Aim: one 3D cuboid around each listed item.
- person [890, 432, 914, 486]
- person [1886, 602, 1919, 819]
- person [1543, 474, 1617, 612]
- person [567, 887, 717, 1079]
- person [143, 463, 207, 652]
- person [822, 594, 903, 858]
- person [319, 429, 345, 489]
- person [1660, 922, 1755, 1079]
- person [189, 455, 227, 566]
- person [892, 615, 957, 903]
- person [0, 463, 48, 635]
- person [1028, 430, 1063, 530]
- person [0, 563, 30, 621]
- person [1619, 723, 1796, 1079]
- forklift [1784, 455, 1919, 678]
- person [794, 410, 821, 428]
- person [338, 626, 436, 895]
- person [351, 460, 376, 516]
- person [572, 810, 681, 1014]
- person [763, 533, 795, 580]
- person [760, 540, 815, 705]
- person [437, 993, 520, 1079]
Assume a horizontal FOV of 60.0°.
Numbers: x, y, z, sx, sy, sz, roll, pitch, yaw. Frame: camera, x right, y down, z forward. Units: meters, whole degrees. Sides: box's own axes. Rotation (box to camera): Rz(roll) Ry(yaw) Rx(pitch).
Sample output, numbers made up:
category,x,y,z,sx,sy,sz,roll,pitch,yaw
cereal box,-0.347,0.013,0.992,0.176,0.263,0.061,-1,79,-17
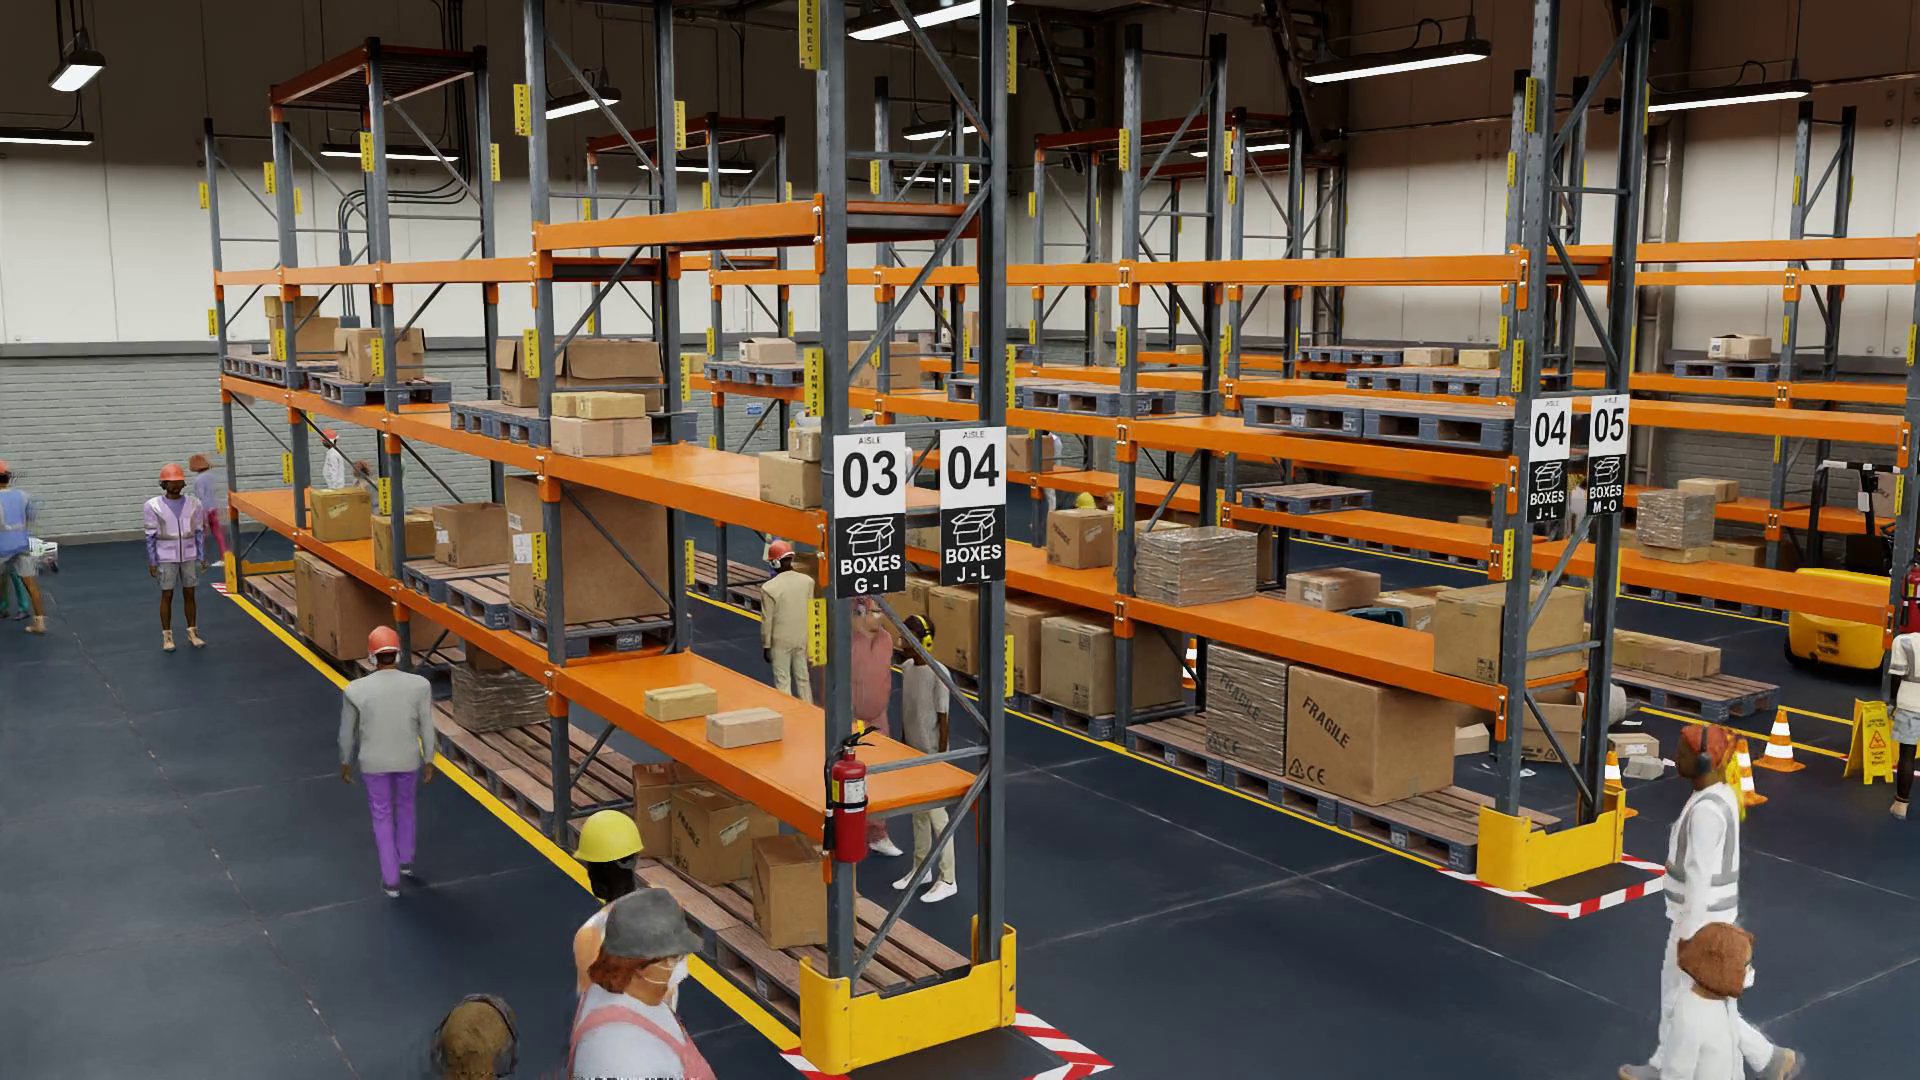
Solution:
category,x,y,z,sx,sy,sz,roll,pitch,yaw
person,-0.952,-0.792,25.178,0.575,1.880,0.358,4,10,26
person,7.134,1.235,12.270,0.540,1.697,0.317,4,9,24
person,7.552,-0.045,20.398,0.979,1.828,0.549,8,11,41
person,-1.139,2.093,5.424,0.846,2.000,0.688,-2,9,-14
person,-8.519,0.185,18.109,0.609,2.048,0.367,-8,11,-41
person,-0.762,1.246,11.683,0.663,1.866,0.886,-7,11,-40
person,-9.886,-0.880,26.218,0.349,1.743,0.566,-2,9,-15
person,2.822,2.194,6.238,0.868,1.577,0.516,6,10,35
person,-10.763,-0.403,23.497,0.826,1.597,0.502,0,9,0
person,-0.229,1.392,10.716,0.325,1.861,0.502,-6,11,-36
person,-10.879,0.089,18.939,1.074,1.975,0.636,4,9,23
person,1.371,-1.079,27.254,0.629,1.836,0.429,6,11,37
person,-11.368,0.092,19.706,0.529,1.760,0.361,2,9,11
person,3.605,1.800,7.962,0.688,1.869,0.591,4,9,25
forklift,9.643,0.253,17.172,2.313,2.155,1.214,-6,10,-33
person,-2.822,-1.789,31.719,0.653,1.906,0.405,1,9,7
person,-3.785,1.417,10.963,0.587,1.722,0.733,-5,10,-30
person,-8.101,-0.266,22.496,0.402,1.633,0.531,-7,11,-38
person,-1.317,1.991,6.490,0.386,1.922,0.594,4,9,24
person,-1.951,0.239,18.177,0.392,1.920,0.593,0,9,1
person,-1.534,0.865,14.629,0.561,1.735,0.381,-7,11,-41
person,-1.395,2.237,4.942,0.650,1.895,0.969,0,9,1
